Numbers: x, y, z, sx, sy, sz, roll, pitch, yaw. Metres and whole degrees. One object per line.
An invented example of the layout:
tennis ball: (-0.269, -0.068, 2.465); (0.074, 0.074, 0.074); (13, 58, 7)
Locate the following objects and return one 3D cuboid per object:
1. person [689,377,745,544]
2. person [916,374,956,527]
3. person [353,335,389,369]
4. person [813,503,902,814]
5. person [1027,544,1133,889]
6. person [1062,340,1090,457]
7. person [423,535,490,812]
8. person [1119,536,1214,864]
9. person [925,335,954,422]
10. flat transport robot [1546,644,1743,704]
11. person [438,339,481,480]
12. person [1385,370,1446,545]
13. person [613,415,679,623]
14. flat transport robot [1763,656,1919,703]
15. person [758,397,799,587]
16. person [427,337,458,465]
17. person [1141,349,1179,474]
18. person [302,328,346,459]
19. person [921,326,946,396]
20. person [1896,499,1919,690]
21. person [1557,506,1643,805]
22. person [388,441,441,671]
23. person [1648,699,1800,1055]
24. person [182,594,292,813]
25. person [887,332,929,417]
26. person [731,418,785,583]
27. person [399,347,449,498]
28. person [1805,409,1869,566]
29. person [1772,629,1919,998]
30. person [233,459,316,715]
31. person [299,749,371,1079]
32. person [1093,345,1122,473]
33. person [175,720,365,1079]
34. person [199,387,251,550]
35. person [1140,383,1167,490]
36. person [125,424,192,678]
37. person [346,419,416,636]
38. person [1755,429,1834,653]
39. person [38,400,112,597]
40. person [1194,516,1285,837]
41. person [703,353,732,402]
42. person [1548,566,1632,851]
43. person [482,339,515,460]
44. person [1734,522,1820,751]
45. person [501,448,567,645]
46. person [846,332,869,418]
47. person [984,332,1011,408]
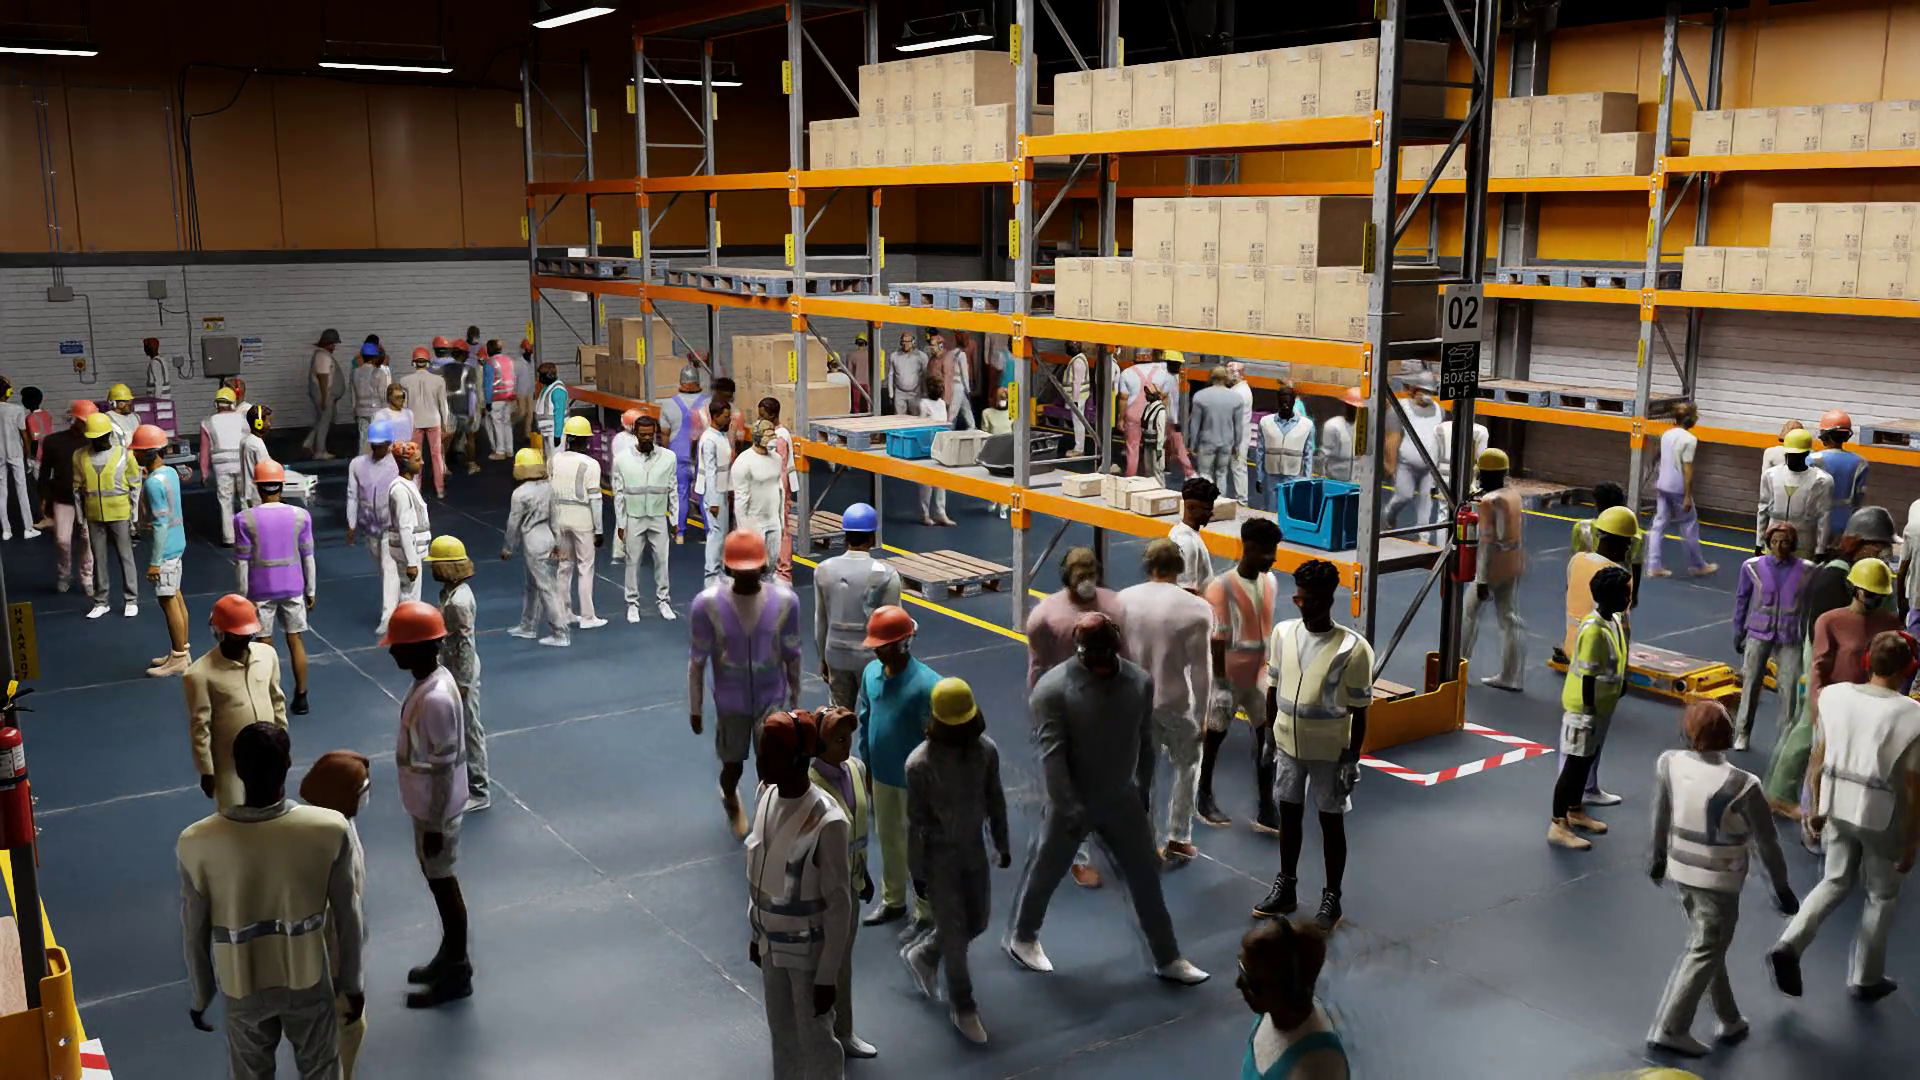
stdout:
person: (-2.735, -0.882, 18.672); (0.643, 1.923, 0.539); (-4, 12, -20)
person: (-0.306, -1.064, 19.826); (0.521, 1.835, 0.538); (8, 14, 37)
person: (-9.160, -2.265, 25.950); (0.621, 1.862, 0.839); (-9, 14, -39)
person: (-0.622, 0.734, 10.365); (0.611, 1.940, 0.415); (6, 12, 27)
person: (0.667, 0.928, 9.474); (0.632, 1.910, 0.917); (-3, 12, -17)
person: (1.782, -2.191, 25.613); (0.430, 1.837, 0.629); (1, 11, 5)
person: (-3.145, 0.829, 10.373); (0.306, 1.743, 0.494); (-5, 12, -24)
person: (1.150, 0.926, 9.451); (0.636, 1.906, 0.566); (5, 12, 26)
person: (-0.335, -2.160, 25.289); (0.401, 1.899, 0.636); (-5, 12, -23)
flat transport robot: (5.457, 1.022, 13.162); (0.652, 0.197, 1.431); (-8, 13, -34)
person: (-7.150, -1.844, 23.526); (0.588, 1.969, 1.056); (2, 11, 8)
person: (5.074, -0.920, 18.561); (0.682, 2.000, 0.749); (-2, 11, -8)
person: (-2.866, -0.198, 15.221); (0.586, 1.909, 0.396); (-4, 12, -20)
flat transport robot: (6.713, 1.140, 12.562); (0.652, 0.197, 1.431); (-1, 11, -5)
person: (-1.822, -0.480, 16.658); (0.402, 1.909, 0.599); (-3, 12, -17)
person: (-7.792, -2.097, 24.962); (0.556, 1.883, 0.997); (-10, 15, -41)
person: (2.841, -1.909, 23.849); (0.599, 1.958, 0.374); (-3, 11, -15)
person: (-9.725, -2.259, 25.413); (0.670, 2.000, 0.718); (-4, 12, -20)
person: (-0.451, -2.641, 27.856); (0.537, 1.859, 0.349); (-8, 14, -37)
person: (7.298, 0.349, 12.449); (0.399, 1.897, 0.652); (-4, 12, -19)
person: (4.025, 0.727, 10.468); (0.399, 1.911, 0.596); (-2, 11, -12)
person: (-4.482, 0.128, 13.603); (0.350, 1.882, 0.583); (-3, 11, -16)
person: (3.374, 1.487, 7.334); (0.566, 1.595, 0.606); (-4, 12, -19)
person: (-3.799, 1.132, 8.837); (0.360, 1.740, 0.570); (6, 13, 28)
person: (-0.809, -2.265, 25.791); (0.652, 1.906, 0.404); (1, 11, 6)
person: (-1.773, -0.124, 14.789); (0.359, 1.931, 0.634); (7, 13, 31)
person: (-7.030, -1.533, 21.849); (0.618, 1.986, 0.408); (-3, 12, -17)
person: (7.521, -0.115, 14.471); (0.609, 2.039, 0.398); (-1, 11, -4)
person: (4.181, 1.309, 7.742); (0.689, 1.819, 0.565); (-6, 13, -29)
person: (-5.058, 0.362, 12.301); (0.553, 1.924, 0.391); (-7, 13, -33)
person: (-2.468, 1.616, 6.661); (0.323, 1.621, 0.543); (-3, 11, -13)
person: (2.192, -2.002, 24.097); (0.535, 2.000, 0.681); (-1, 11, -3)
person: (-2.473, 1.598, 6.021); (0.603, 1.913, 0.390); (-4, 12, -19)
person: (-8.118, -0.791, 18.520); (0.639, 1.808, 0.442); (-5, 12, -25)
person: (2.418, -1.145, 20.761); (0.314, 1.632, 0.516); (-4, 12, -19)
person: (-6.444, 0.085, 13.403); (0.366, 2.047, 0.608); (-3, 12, -16)
person: (-5.182, -0.161, 15.034); (0.599, 1.916, 0.952); (1, 11, 5)
person: (7.062, 0.005, 14.143); (0.397, 1.920, 0.586); (-11, 15, -44)
person: (-8.540, -0.395, 16.127); (0.661, 1.943, 0.659); (-7, 13, -33)
person: (1.722, 0.832, 9.873); (0.651, 1.921, 0.861); (-7, 13, -33)
person: (-3.896, -2.200, 26.234); (0.493, 1.589, 0.765); (-11, 15, -44)
person: (3.729, 0.978, 9.794); (0.324, 1.682, 0.546); (8, 13, 34)
person: (-7.029, -2.141, 25.375); (0.433, 1.830, 0.629); (5, 12, 22)
person: (5.613, 0.676, 11.459); (0.528, 1.629, 0.315); (5, 12, 25)
person: (-3.733, 0.065, 14.373); (0.762, 1.700, 0.487); (4, 12, 20)
person: (-1.646, -2.599, 27.861); (0.533, 1.767, 0.325); (-1, 11, -7)
person: (0.740, -3.282, 30.767); (0.612, 1.995, 0.377); (-3, 11, -14)
